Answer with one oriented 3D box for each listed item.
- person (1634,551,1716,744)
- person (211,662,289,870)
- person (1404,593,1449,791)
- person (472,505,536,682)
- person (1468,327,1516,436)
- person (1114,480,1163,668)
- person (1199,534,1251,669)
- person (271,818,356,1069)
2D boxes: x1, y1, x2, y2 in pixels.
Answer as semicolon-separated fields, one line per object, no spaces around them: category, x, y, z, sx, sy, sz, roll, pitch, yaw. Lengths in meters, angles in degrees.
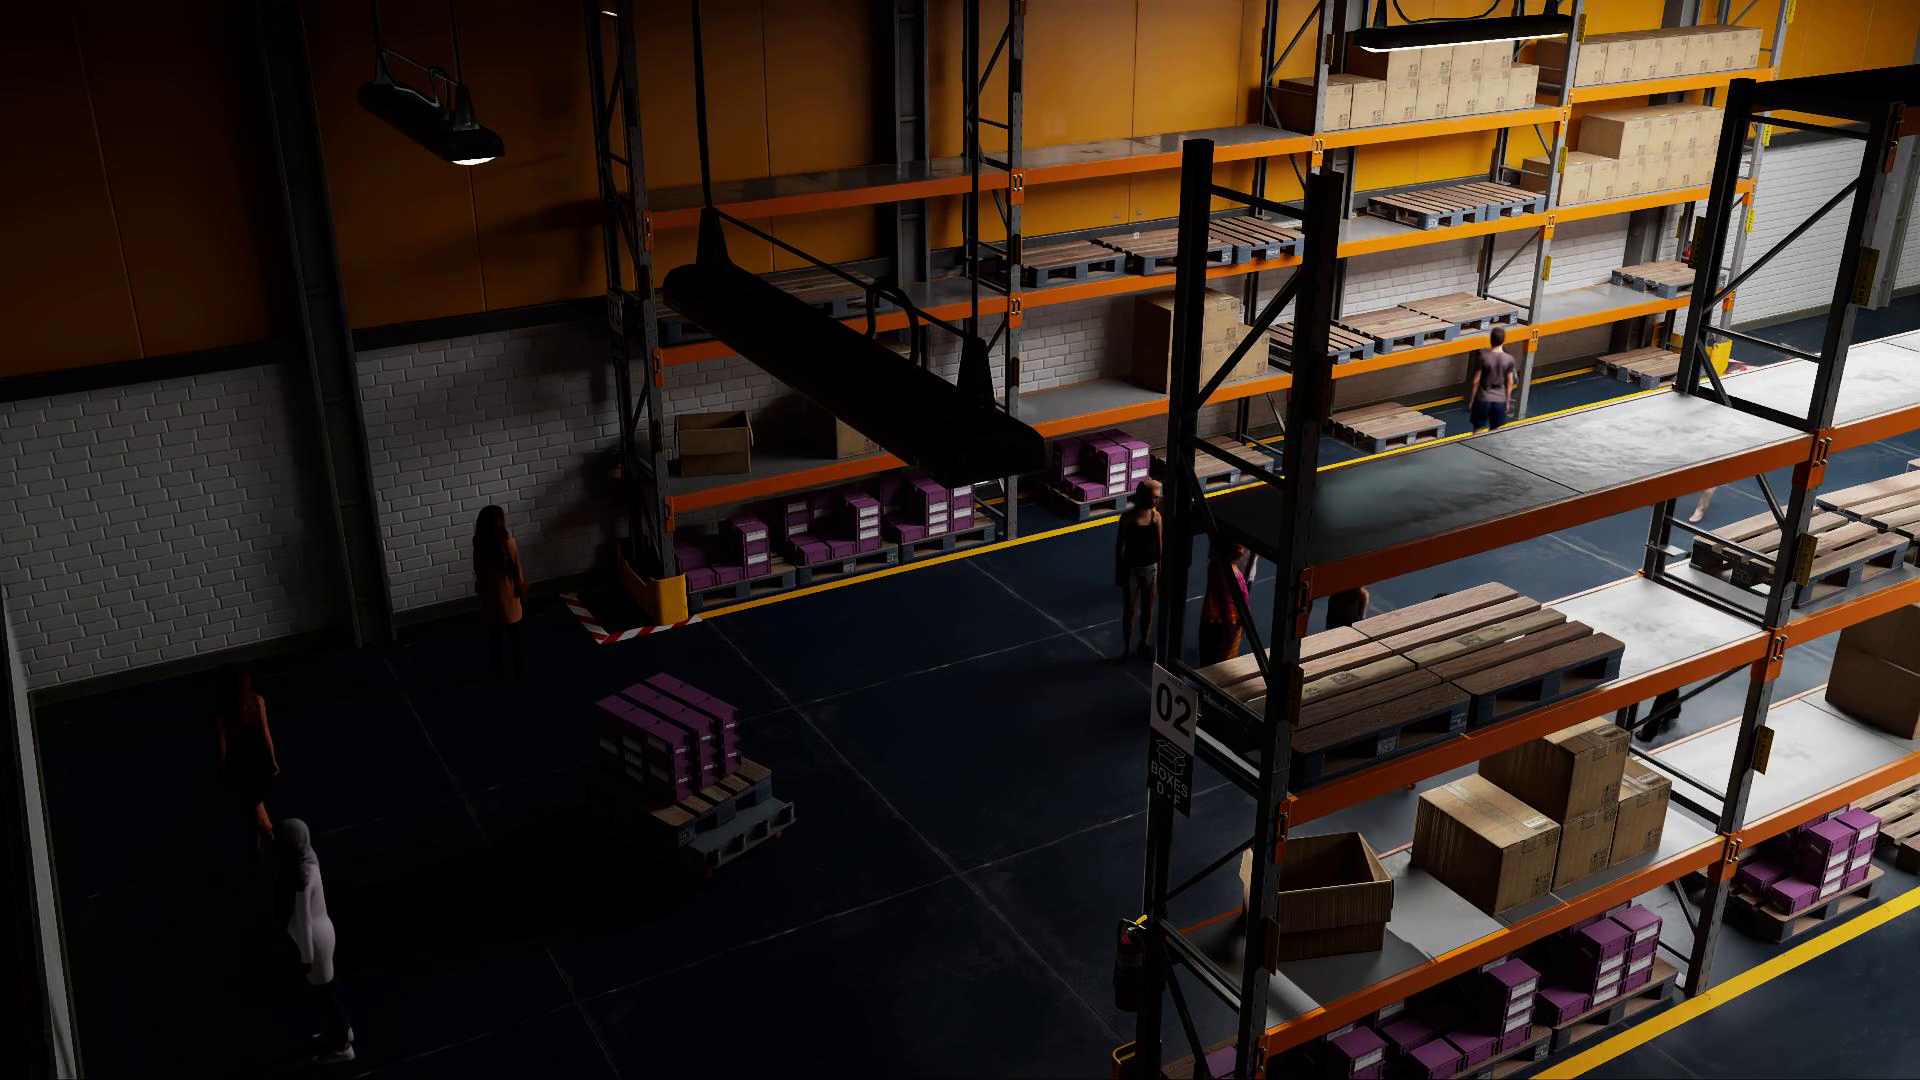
person;6.219;0.885;14.383;1.160;1.708;0.756;-17;29;-34
person;-5.167;1.776;12.226;0.937;1.803;1.133;17;29;33
person;3.901;1.179;13.793;0.883;1.641;1.156;18;29;35
person;-4.213;0.484;15.278;0.764;1.727;0.832;5;24;12
person;6.366;-1.646;20.000;0.674;1.847;0.786;1;24;2
person;1.664;0.293;15.586;0.620;1.830;0.776;1;24;3
person;2.370;0.666;14.906;0.803;1.690;0.765;0;24;-1
person;-4.078;2.533;10.530;0.564;1.775;0.628;-10;25;-21
